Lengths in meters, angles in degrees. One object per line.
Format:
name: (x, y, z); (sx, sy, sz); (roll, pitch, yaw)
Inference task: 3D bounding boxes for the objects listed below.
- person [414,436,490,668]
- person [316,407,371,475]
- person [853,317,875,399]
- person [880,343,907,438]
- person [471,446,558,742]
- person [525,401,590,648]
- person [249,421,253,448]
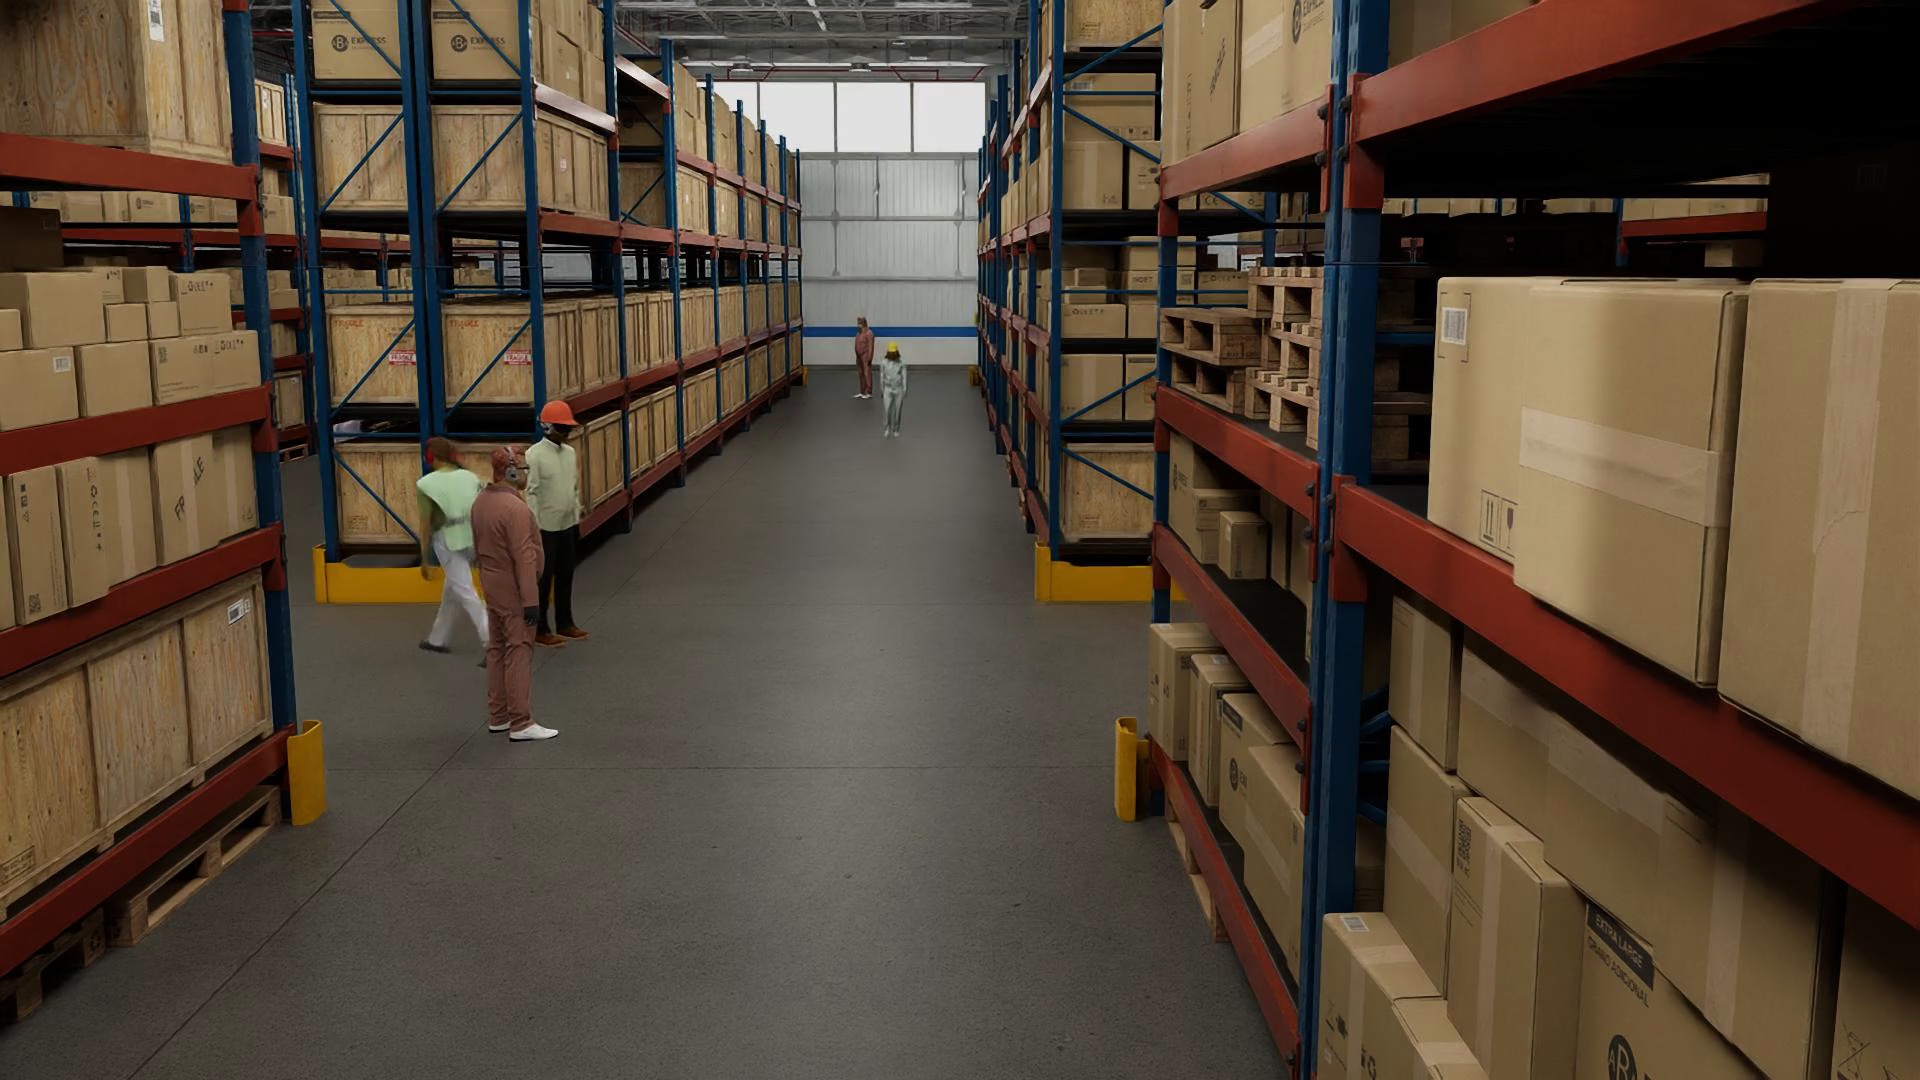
person: (-3.873, 0.079, 12.858); (1.114, 1.756, 0.597); (6, 11, 31)
person: (-6.738, -0.858, 18.157); (0.618, 1.880, 0.888); (-1, 9, -4)
person: (-2.268, -4.267, 39.023); (0.401, 1.901, 0.642); (-6, 11, -31)
person: (-1.188, -2.665, 29.806); (0.493, 1.703, 0.877); (-1, 9, -4)
person: (-2.877, 0.340, 10.749); (0.407, 1.906, 0.655); (-8, 12, -39)
person: (-3.254, -0.132, 13.403); (0.420, 1.983, 0.622); (4, 10, 24)
person: (-9.564, -1.340, 21.984); (0.565, 1.592, 0.782); (-1, 9, -7)
